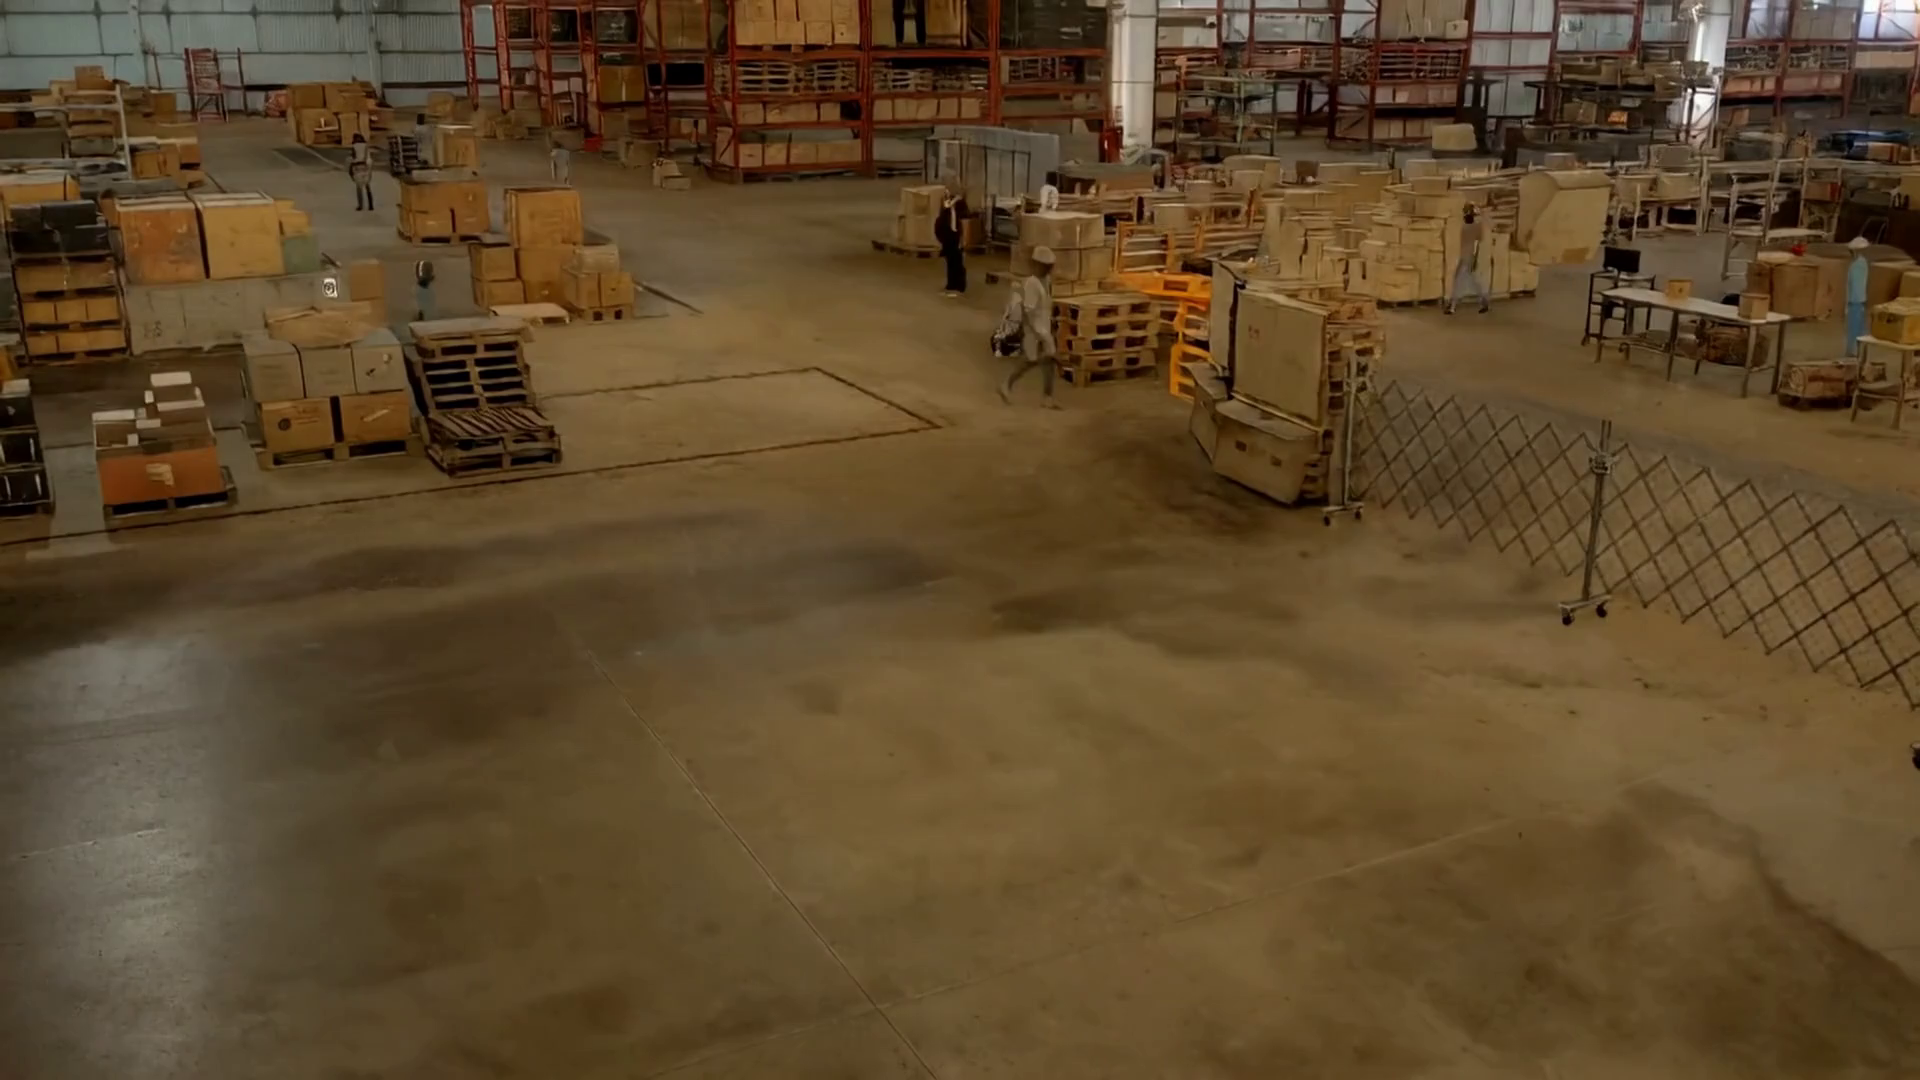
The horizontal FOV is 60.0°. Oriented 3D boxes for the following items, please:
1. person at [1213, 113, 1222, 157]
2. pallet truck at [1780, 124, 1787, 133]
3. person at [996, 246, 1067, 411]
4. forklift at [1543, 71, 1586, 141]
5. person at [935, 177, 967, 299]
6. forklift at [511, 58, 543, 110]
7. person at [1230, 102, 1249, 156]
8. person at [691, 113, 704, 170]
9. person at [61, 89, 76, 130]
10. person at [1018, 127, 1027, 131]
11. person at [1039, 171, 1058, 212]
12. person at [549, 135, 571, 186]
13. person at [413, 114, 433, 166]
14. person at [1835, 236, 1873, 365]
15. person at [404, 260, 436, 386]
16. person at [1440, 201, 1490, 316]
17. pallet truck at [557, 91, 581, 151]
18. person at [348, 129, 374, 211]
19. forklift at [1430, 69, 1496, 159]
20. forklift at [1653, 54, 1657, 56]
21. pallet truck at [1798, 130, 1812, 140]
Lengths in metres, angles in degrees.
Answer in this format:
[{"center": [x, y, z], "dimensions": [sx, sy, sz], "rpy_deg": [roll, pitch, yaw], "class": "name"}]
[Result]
[{"center": [7.909, -12.405, 51.487], "dimensions": [0.863, 1.648, 0.545], "rpy_deg": [-12, 21, -33], "class": "person"}, {"center": [25.206, -12.542, 52.601], "dimensions": [1.601, 1.201, 0.680], "rpy_deg": [0, 18, -2], "class": "pallet truck"}, {"center": [0.874, -2.577, 20.280], "dimensions": [0.874, 2.026, 0.614], "rpy_deg": [10, 20, 28], "class": "person"}, {"center": [18.685, -13.231, 52.085], "dimensions": [1.873, 2.768, 1.129], "rpy_deg": [-9, 20, -26], "class": "forklift"}, {"center": [-0.143, -5.139, 28.209], "dimensions": [0.535, 2.000, 0.768], "rpy_deg": [-5, 19, -16], "class": "person"}, {"center": [-16.728, -17.565, 65.595], "dimensions": [1.873, 2.768, 1.129], "rpy_deg": [-9, 20, -26], "class": "forklift"}, {"center": [9.284, -13.682, 55.098], "dimensions": [0.658, 1.885, 0.760], "rpy_deg": [-9, 20, -27], "class": "person"}, {"center": [-7.982, -12.082, 50.408], "dimensions": [0.315, 1.695, 0.541], "rpy_deg": [-6, 19, -18], "class": "person"}, {"center": [-32.245, -15.339, 60.226], "dimensions": [0.398, 1.914, 0.592], "rpy_deg": [-16, 24, -40], "class": "person"}, {"center": [1.600, -9.742, 42.917], "dimensions": [0.429, 1.812, 0.614], "rpy_deg": [-10, 20, -28], "class": "person"}, {"center": [1.685, -6.450, 32.885], "dimensions": [0.611, 1.682, 0.542], "rpy_deg": [-9, 20, -26], "class": "person"}, {"center": [-9.286, -8.492, 38.895], "dimensions": [0.884, 1.908, 0.554], "rpy_deg": [15, 23, 39], "class": "person"}, {"center": [-14.804, -10.724, 45.774], "dimensions": [0.797, 1.935, 0.645], "rpy_deg": [16, 24, 40], "class": "person"}, {"center": [12.278, -3.284, 22.867], "dimensions": [0.317, 1.769, 0.523], "rpy_deg": [13, 22, 35], "class": "person"}, {"center": [-6.598, -2.506, 20.343], "dimensions": [0.900, 1.837, 0.527], "rpy_deg": [2, 18, 6], "class": "person"}, {"center": [8.168, -4.495, 26.535], "dimensions": [0.914, 1.837, 0.524], "rpy_deg": [-10, 20, -29], "class": "person"}, {"center": [-13.495, -14.412, 57.188], "dimensions": [0.823, 1.965, 1.885], "rpy_deg": [-3, 18, -9], "class": "pallet truck"}, {"center": [-14.504, -8.953, 40.266], "dimensions": [0.553, 1.935, 0.363], "rpy_deg": [-14, 23, -38], "class": "person"}, {"center": [16.441, -13.870, 54.075], "dimensions": [1.873, 2.768, 1.129], "rpy_deg": [-9, 20, -26], "class": "forklift"}, {"center": [33.675, -22.717, 81.656], "dimensions": [1.129, 2.768, 1.873], "rpy_deg": [-9, 20, -26], "class": "forklift"}, {"center": [25.526, -11.556, 49.408], "dimensions": [1.630, 1.274, 0.653], "rpy_deg": [-9, 20, -26], "class": "pallet truck"}]
